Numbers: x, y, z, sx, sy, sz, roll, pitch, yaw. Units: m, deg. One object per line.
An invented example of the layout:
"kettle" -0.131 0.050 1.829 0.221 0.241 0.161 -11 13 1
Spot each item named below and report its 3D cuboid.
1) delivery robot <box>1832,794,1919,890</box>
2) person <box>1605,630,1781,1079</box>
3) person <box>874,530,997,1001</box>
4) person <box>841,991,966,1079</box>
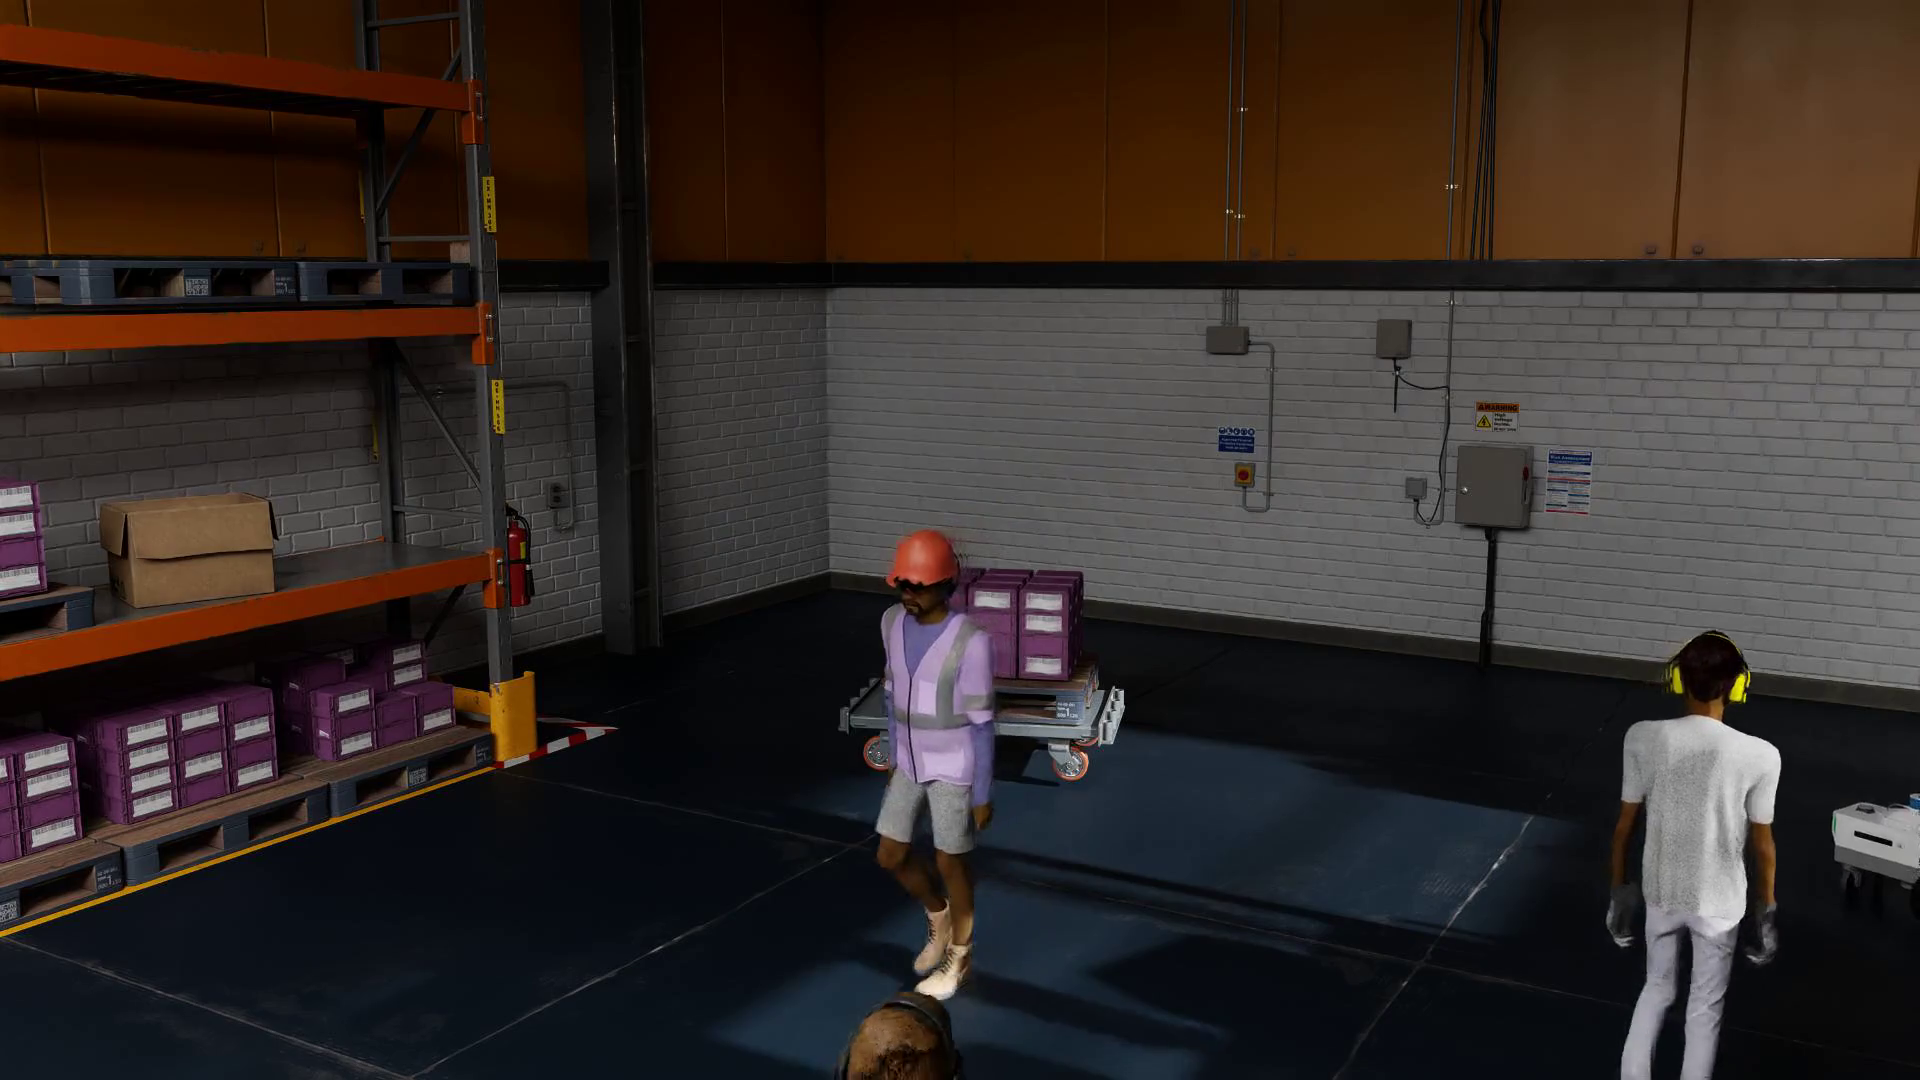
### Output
"delivery robot" 4.547 1.450 7.902 0.477 0.478 0.707 -6 11 -32
"person" 2.450 1.229 5.559 0.506 1.848 0.447 8 12 40
"person" -0.122 0.939 6.850 0.640 2.013 0.517 9 12 43
"person" -0.143 1.681 2.871 0.510 1.809 0.895 2 9 11
